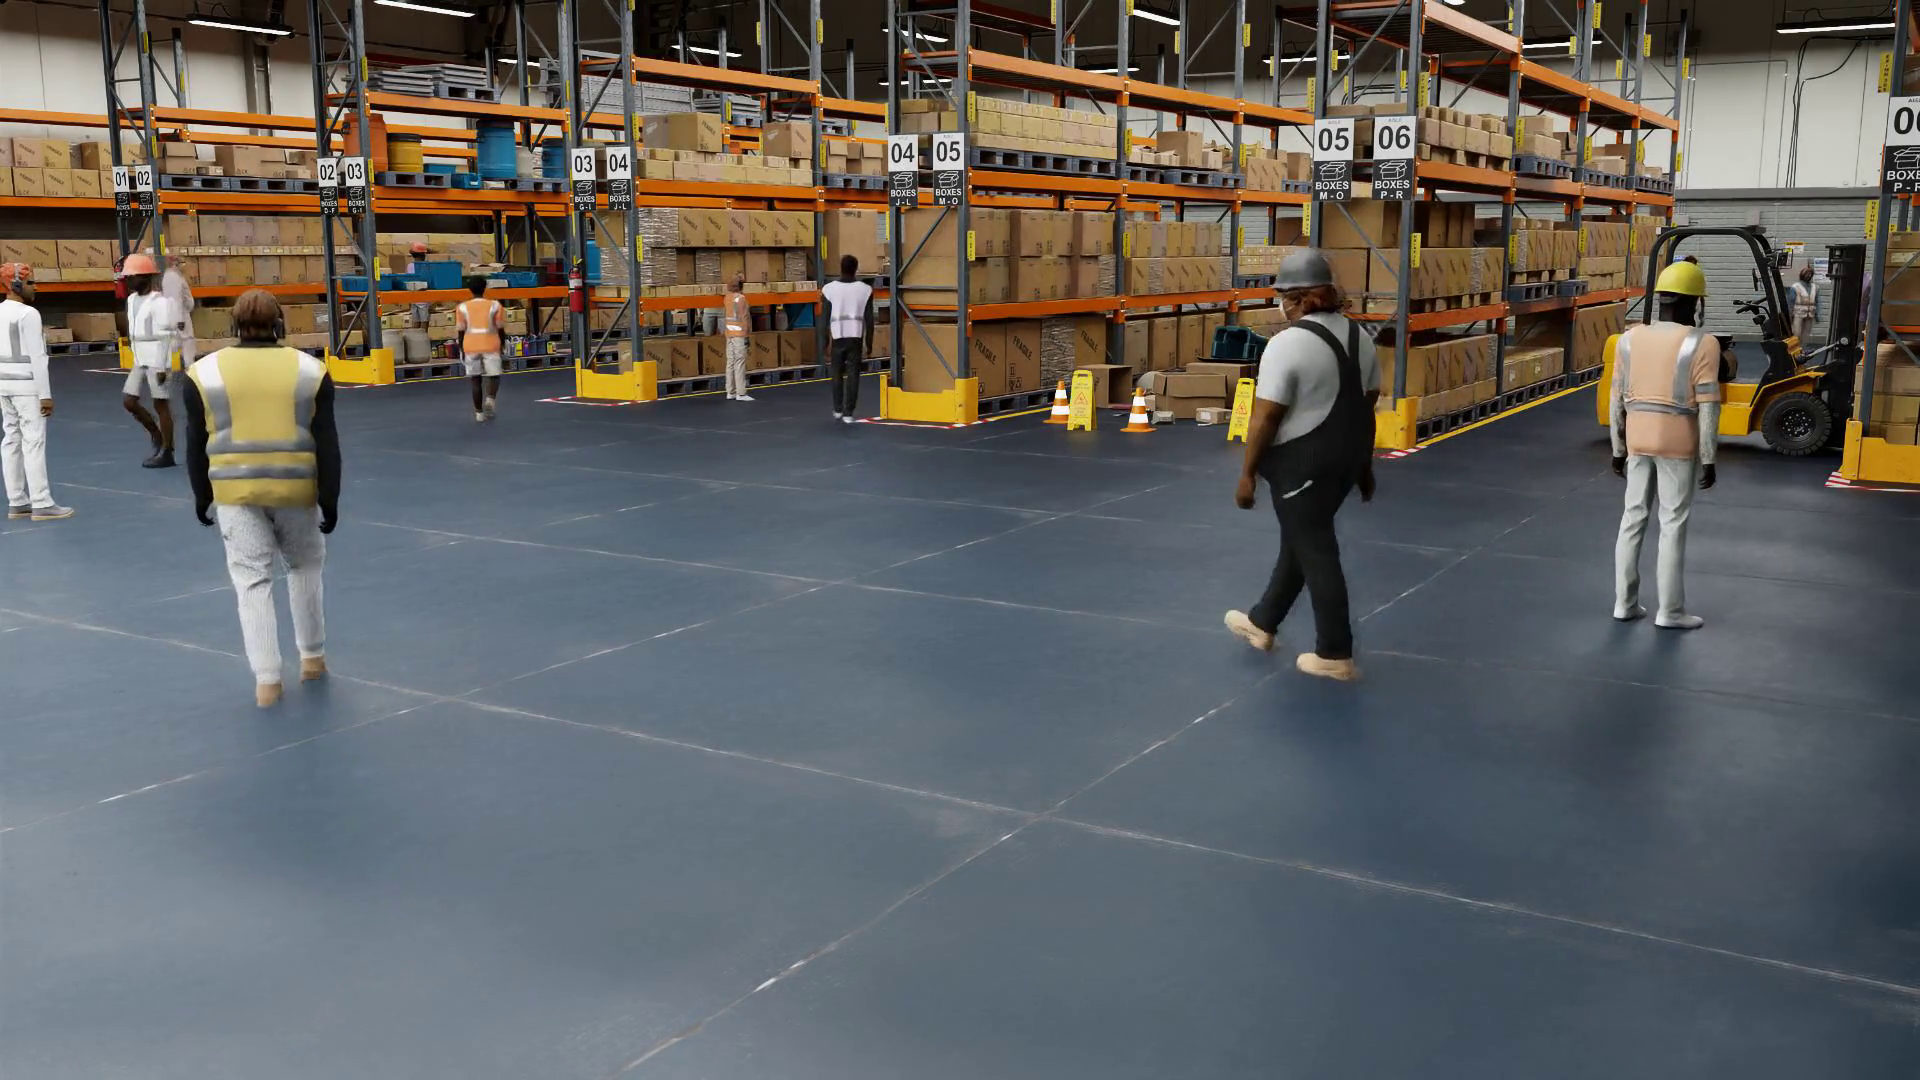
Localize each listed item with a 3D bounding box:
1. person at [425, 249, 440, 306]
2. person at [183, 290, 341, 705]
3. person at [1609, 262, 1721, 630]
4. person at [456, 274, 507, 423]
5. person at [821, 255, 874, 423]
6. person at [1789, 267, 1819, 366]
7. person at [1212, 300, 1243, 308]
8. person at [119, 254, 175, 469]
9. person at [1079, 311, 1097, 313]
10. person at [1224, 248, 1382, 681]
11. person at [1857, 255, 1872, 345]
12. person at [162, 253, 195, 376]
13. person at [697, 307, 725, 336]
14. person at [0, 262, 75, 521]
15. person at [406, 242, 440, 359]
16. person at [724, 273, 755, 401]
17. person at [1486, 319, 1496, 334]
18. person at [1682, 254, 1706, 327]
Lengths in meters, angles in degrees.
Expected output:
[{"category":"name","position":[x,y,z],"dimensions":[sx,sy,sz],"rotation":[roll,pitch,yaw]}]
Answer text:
[{"category":"person","position":[-11.022,-5.102,34.597],"dimensions":[0.609,1.933,0.937],"rotation":[9,13,41]},{"category":"person","position":[-3.135,-0.210,7.518],"dimensions":[0.630,1.814,0.816],"rotation":[-4,11,-23]},{"category":"person","position":[3.722,-0.495,8.779],"dimensions":[0.382,1.924,0.594],"rotation":[-7,12,-35]},{"category":"person","position":[-5.354,-2.126,18.583],"dimensions":[0.543,1.681,0.475],"rotation":[-1,10,-8]},{"category":"person","position":[-1.287,-2.304,19.060],"dimensions":[0.600,1.870,0.941],"rotation":[-1,10,-4]},{"category":"person","position":[13.928,-3.688,27.476],"dimensions":[0.523,1.640,0.309],"rotation":[-2,10,-10]},{"category":"person","position":[4.861,-4.313,30.280],"dimensions":[0.652,1.885,0.770],"rotation":[7,12,33]},{"category":"person","position":[-7.294,-1.593,14.933],"dimensions":[0.576,1.923,0.403],"rotation":[6,12,31]},{"category":"person","position":[1.887,-3.536,26.085],"dimensions":[0.505,1.829,0.531],"rotation":[6,12,32]},{"category":"person","position":[1.556,-0.395,7.903],"dimensions":[0.701,2.000,0.974],"rotation":[-9,13,-41]},{"category":"person","position":[12.832,-3.190,23.904],"dimensions":[0.587,1.918,0.397],"rotation":[6,12,29]},{"category":"person","position":[-11.729,-3.345,24.866],"dimensions":[0.695,1.884,0.653],"rotation":[-7,12,-33]},{"category":"person","position":[-3.696,-3.440,25.289],"dimensions":[0.625,1.931,0.375],"rotation":[0,10,1]},{"category":"person","position":[-6.866,-1.082,12.195],"dimensions":[0.575,1.882,0.361],"rotation":[5,11,28]},{"category":"person","position":[-9.314,-4.123,28.765],"dimensions":[0.608,2.048,0.363],"rotation":[9,13,40]},{"category":"person","position":[-2.862,-2.599,21.384],"dimensions":[0.312,1.638,0.535],"rotation":[-8,13,-37]},{"category":"person","position":[10.459,-4.731,32.532],"dimensions":[0.575,1.912,0.628],"rotation":[1,10,8]},{"category":"person","position":[11.433,-3.548,26.114],"dimensions":[0.520,1.856,0.548],"rotation":[5,11,25]}]
